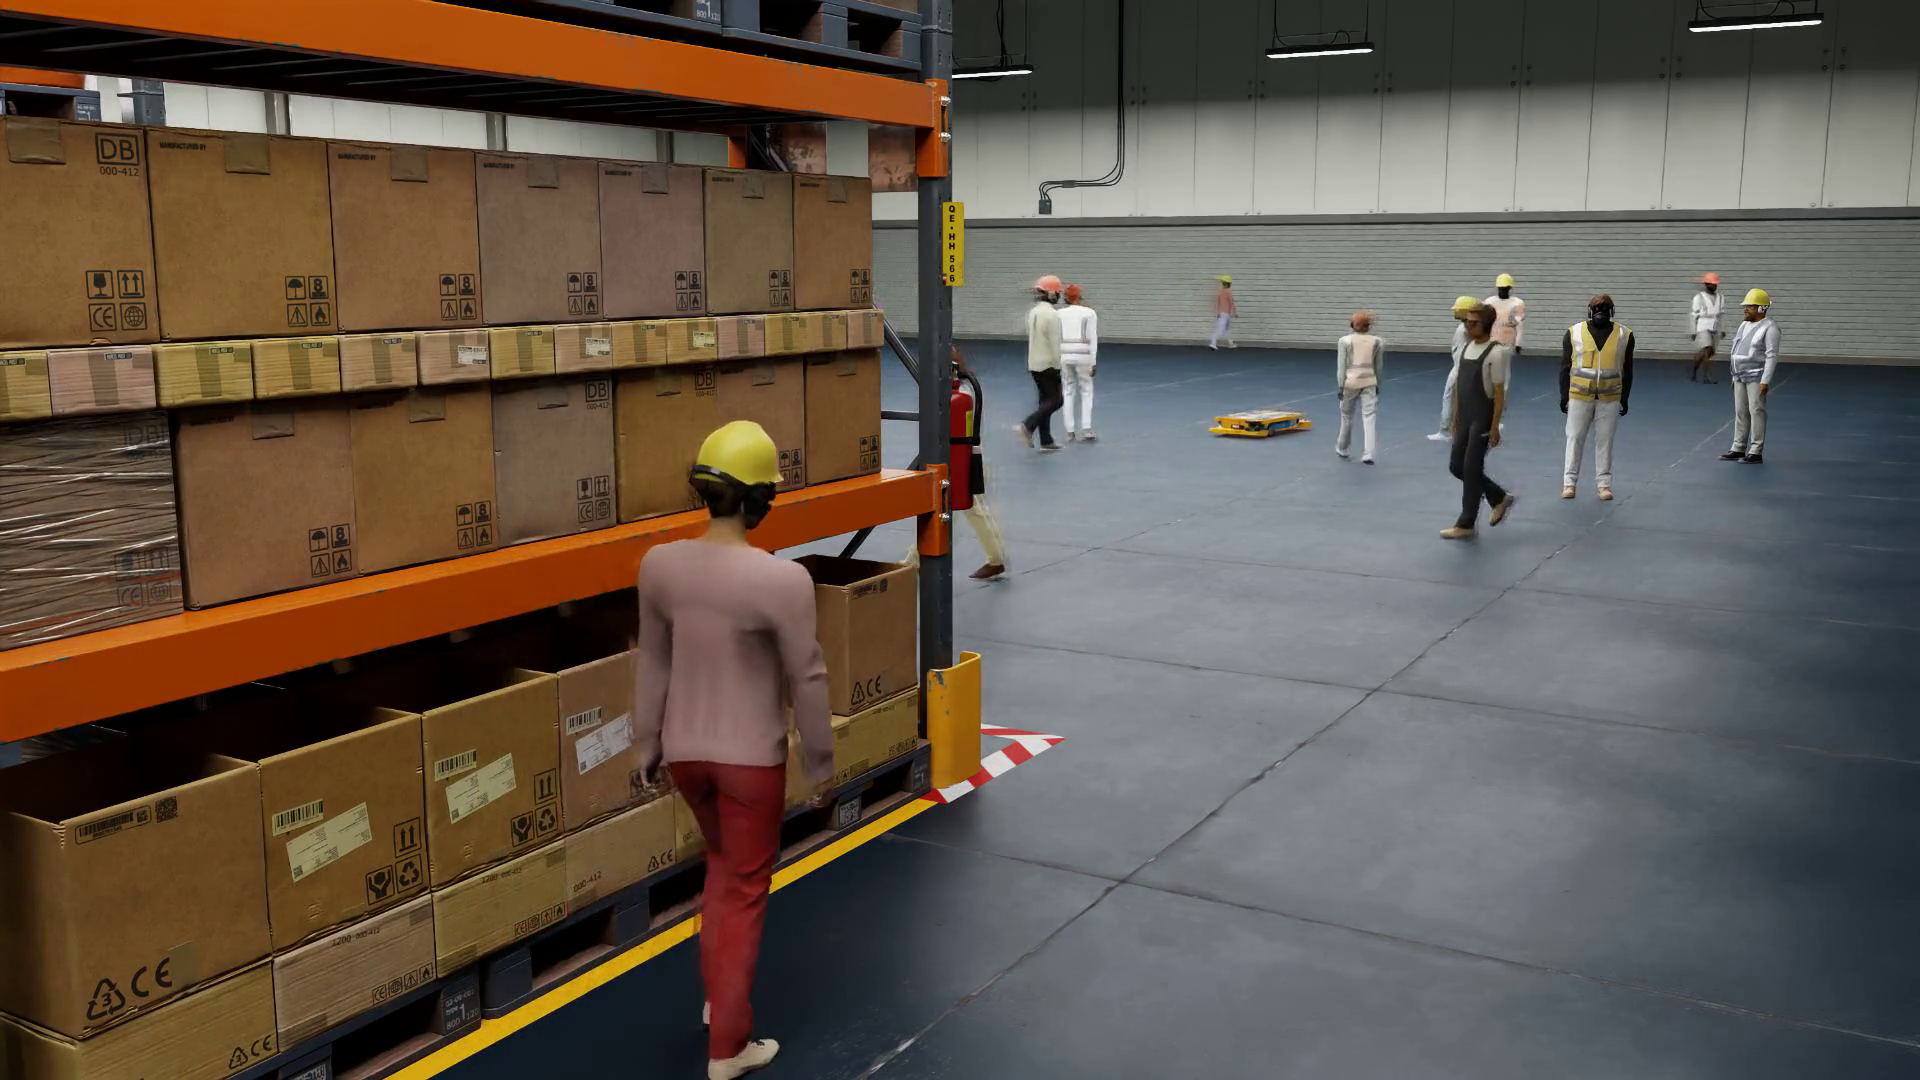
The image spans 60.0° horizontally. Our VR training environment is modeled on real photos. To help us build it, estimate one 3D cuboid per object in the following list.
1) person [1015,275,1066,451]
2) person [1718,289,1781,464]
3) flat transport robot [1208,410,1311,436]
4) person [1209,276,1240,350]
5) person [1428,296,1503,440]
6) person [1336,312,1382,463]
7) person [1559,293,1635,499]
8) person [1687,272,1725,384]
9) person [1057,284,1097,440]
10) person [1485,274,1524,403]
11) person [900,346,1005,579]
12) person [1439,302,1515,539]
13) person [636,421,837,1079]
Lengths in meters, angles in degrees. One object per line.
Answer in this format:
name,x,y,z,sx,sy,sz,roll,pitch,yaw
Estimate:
person,0.896,-1.937,18.393,0.602,1.973,0.621,-5,11,-26
person,8.322,-1.719,17.511,0.403,1.833,0.586,-2,10,-10
flat transport robot,3.700,-1.444,20.465,0.652,0.197,1.431,8,12,38
person,6.158,-5.285,38.704,0.897,1.728,0.522,-4,10,-20
person,5.954,-2.002,19.481,0.795,1.714,0.487,7,12,36
person,4.243,-1.623,17.662,0.524,1.583,0.880,-1,10,-4
person,5.702,-1.282,14.930,0.627,1.844,0.429,3,10,15
person,12.781,-3.639,28.526,0.563,1.919,0.771,-2,10,-14
person,1.338,-2.107,19.725,0.599,1.848,0.480,3,10,19
person,7.883,-2.917,24.283,0.612,1.908,0.650,6,11,32
person,-0.080,-0.506,11.117,0.852,1.583,0.516,-2,10,-11
person,4.022,-0.918,12.824,0.613,1.833,0.524,-3,10,-16
person,-0.574,0.555,4.442,0.546,1.747,0.546,5,11,26
